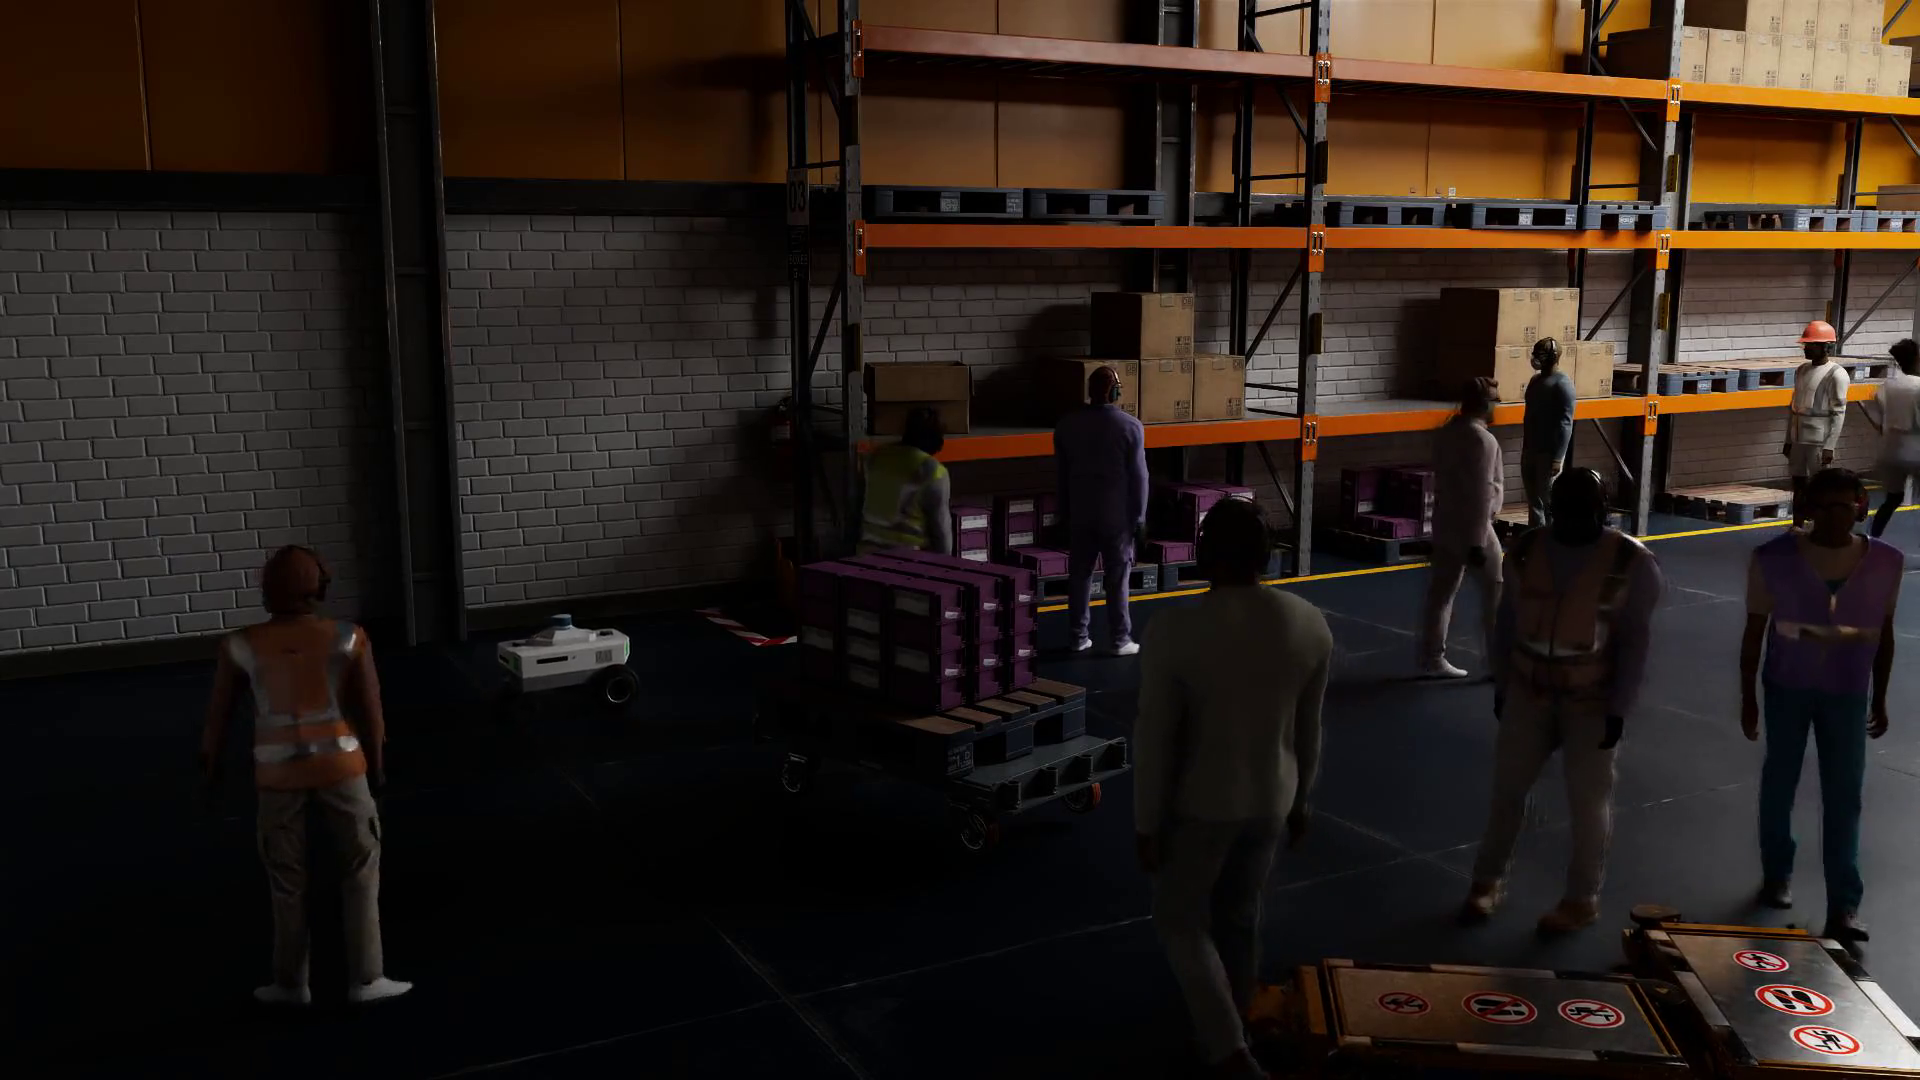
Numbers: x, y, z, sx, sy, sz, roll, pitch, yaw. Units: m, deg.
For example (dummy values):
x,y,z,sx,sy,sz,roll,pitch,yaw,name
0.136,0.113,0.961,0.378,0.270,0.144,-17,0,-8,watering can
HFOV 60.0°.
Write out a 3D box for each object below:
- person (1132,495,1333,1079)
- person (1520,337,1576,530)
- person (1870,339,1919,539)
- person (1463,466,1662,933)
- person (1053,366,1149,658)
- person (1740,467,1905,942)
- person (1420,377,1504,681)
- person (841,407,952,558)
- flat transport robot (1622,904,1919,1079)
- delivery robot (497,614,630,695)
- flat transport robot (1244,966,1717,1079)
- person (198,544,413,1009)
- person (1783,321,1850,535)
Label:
x,y,z,sx,sy,sz,roll,pitch,yaw,name
0.832,0.825,5.055,0.646,1.914,0.602,-3,10,-18,person
4.873,-0.723,13.901,0.373,1.940,0.629,-2,10,-9,person
8.000,-0.711,13.899,0.691,1.913,0.675,-4,11,-23,person
2.350,0.621,6.494,0.635,1.829,0.499,8,13,38,person
0.941,-0.186,10.900,0.651,1.906,0.403,5,11,29,person
3.347,0.632,6.457,0.577,1.812,0.836,2,10,14,person
3.227,-0.056,10.212,0.811,1.877,0.681,-2,10,-11,person
-0.302,0.129,9.472,0.936,1.777,0.691,-9,13,-43,person
2.709,1.570,5.493,0.652,0.197,1.431,1,10,8,flat transport robot
-2.283,0.671,9.584,0.707,0.478,0.477,-6,12,-31,delivery robot
1.648,1.594,5.357,1.431,0.197,0.652,1,10,8,flat transport robot
-2.290,0.843,5.753,0.662,1.640,0.359,-2,10,-14,person
7.421,-0.882,14.518,0.373,2.044,0.608,-2,10,-12,person
